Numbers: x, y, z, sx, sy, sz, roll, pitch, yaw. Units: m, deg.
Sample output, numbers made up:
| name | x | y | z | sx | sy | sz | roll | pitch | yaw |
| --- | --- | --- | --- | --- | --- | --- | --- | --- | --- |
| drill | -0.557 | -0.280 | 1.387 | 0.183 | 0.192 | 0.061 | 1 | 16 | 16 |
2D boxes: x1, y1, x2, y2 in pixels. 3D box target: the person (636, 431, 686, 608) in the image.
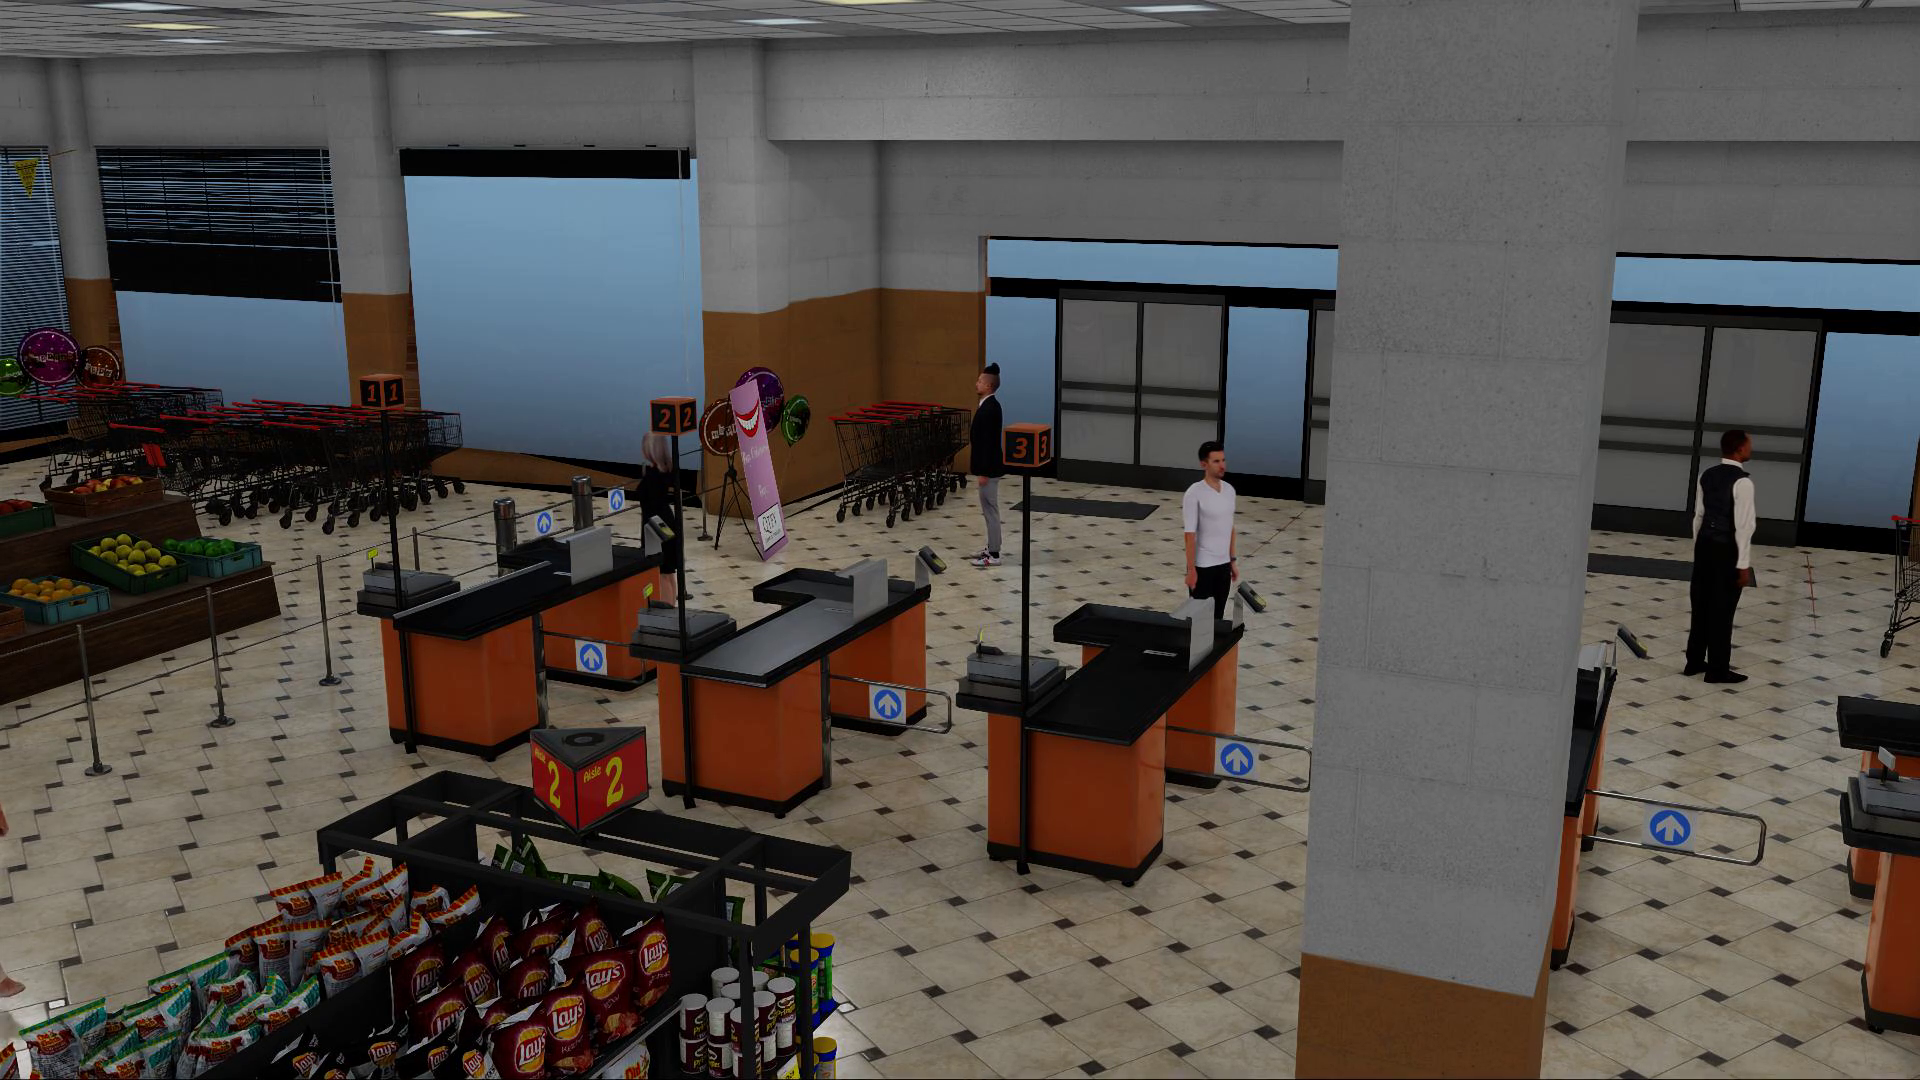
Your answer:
| name | x | y | z | sx | sy | sz | roll | pitch | yaw |
| --- | --- | --- | --- | --- | --- | --- | --- | --- | --- |
| person | -2.450 | -0.034 | 13.535 | 0.739 | 1.747 | 0.621 | 1 | 14 | 4 |

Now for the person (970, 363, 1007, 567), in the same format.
| name | x | y | z | sx | sy | sz | roll | pitch | yaw |
| --- | --- | --- | --- | --- | --- | --- | --- | --- | --- |
| person | 0.276 | -0.732 | 15.981 | 0.852 | 1.950 | 0.688 | 0 | 14 | 1 |

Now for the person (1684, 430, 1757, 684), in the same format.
| name | x | y | z | sx | sy | sz | roll | pitch | yaw |
| --- | --- | --- | --- | --- | --- | --- | --- | --- | --- |
| person | 5.742 | 0.112 | 12.568 | 0.838 | 1.918 | 0.762 | -4 | 14 | -16 |

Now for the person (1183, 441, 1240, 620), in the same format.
| name | x | y | z | sx | sy | sz | roll | pitch | yaw |
| --- | --- | --- | --- | --- | --- | --- | --- | --- | --- |
| person | 1.864 | 0.171 | 12.468 | 0.678 | 1.852 | 0.810 | -10 | 17 | -36 |
